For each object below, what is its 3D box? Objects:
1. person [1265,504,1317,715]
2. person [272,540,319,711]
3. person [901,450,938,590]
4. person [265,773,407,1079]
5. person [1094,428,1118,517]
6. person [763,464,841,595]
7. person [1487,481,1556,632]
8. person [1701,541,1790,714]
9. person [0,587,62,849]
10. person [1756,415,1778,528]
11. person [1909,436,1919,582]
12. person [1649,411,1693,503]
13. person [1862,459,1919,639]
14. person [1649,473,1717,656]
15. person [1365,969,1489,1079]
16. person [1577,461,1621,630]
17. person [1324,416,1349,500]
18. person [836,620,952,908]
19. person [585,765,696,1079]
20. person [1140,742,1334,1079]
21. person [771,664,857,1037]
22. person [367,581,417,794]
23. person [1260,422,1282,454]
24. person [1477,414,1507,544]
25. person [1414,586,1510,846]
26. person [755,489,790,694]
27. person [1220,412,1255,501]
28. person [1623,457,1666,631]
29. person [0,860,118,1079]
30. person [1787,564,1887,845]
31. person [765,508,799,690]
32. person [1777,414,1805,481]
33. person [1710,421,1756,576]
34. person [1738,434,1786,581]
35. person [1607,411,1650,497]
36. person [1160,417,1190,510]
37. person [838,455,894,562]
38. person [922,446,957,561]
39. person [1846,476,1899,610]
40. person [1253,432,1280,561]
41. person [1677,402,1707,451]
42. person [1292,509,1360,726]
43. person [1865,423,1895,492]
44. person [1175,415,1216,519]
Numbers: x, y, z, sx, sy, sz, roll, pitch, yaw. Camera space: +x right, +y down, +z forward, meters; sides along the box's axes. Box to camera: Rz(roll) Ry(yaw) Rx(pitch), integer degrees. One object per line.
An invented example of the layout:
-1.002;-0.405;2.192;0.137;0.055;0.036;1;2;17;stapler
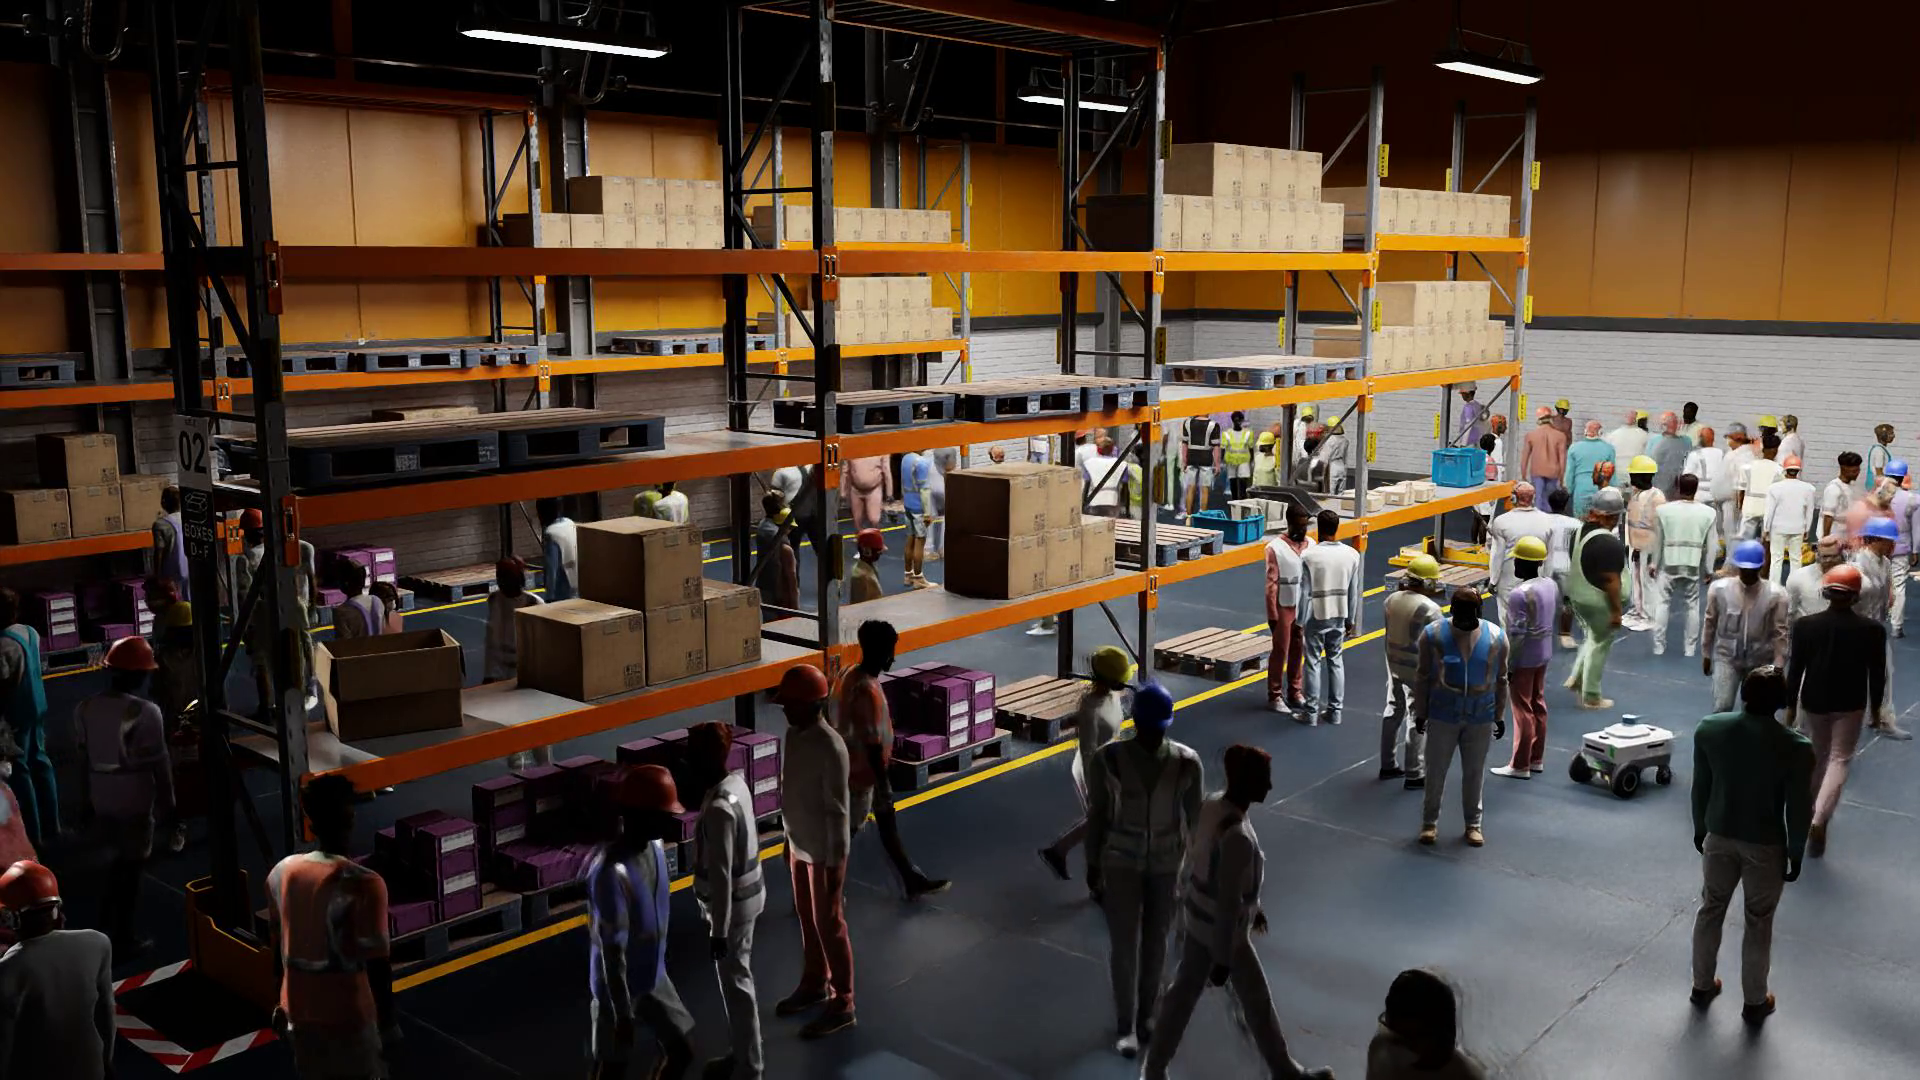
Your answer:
2.978;0.614;15.026;0.597;1.909;0.405;-7;12;-35;person
-6.082;0.625;15.104;0.516;1.860;0.323;2;10;9;person
-0.513;-0.403;20.667;0.357;2.047;0.614;-5;11;-25;person
-2.599;1.947;6.953;0.678;1.946;0.430;5;11;26;person
2.101;-0.879;24.862;0.522;1.600;0.813;1;10;7;person
-1.912;-0.309;20.132;0.867;2.000;0.712;-4;10;-20;person
5.536;0.369;16.473;0.642;1.913;0.409;-1;10;-5;person
6.106;0.950;12.961;0.613;1.914;0.726;4;10;25;person
-6.544;1.232;11.554;0.348;1.838;0.508;0;10;0;person
12.309;-1.048;25.459;0.320;1.737;0.486;8;12;40;person
12.350;-0.476;21.182;0.420;2.032;0.604;2;10;13;person
10.070;-0.854;23.690;0.885;1.940;0.654;-8;12;-38;person
10.047;0.096;17.988;0.614;1.946;0.389;6;11;31;person
7.443;0.262;17.134;0.616;1.911;0.459;2;10;10;person
1.439;2.247;5.238;0.476;1.912;0.641;-5;11;-26;person
7.073;0.065;18.370;0.354;1.883;0.573;7;12;36;person
5.665;-1.010;25.227;0.485;1.737;0.321;-5;11;-29;person
-0.564;1.405;10.340;0.982;1.893;0.662;-2;10;-9;person
-1.381;1.920;7.215;0.614;1.905;0.581;5;11;26;person
1.299;1.844;7.918;1.004;1.828;0.566;-2;10;-10;person
-0.790;1.619;8.801;0.409;1.984;0.613;-5;11;-30;person
-4.426;1.117;12.829;0.280;1.634;0.498;3;10;19;person
4.831;-1.003;25.501;0.527;1.619;0.360;8;12;39;person
7.683;-0.876;24.022;0.350;1.879;0.568;0;10;-1;person
3.489;1.222;11.593;0.633;1.839;0.429;2;10;10;person
-1.745;0.483;15.708;0.372;1.940;0.627;-2;10;-11;person
4.445;-1.231;26.754;0.554;1.649;0.859;2;10;12;person
7.531;0.042;18.374;0.368;1.927;0.587;-1;10;-8;person
-3.594;2.109;6.547;0.342;1.749;0.571;5;11;26;person
6.154;1.143;11.735;0.604;1.962;0.976;9;13;42;person
-1.675;0.575;15.686;0.329;1.763;0.523;-7;12;-36;person
11.673;-0.808;23.446;0.366;1.931;0.632;9;13;42;person
10.054;-0.564;21.652;0.535;2.000;0.726;2;10;10;person
9.922;-0.334;20.546;0.620;1.951;0.403;8;12;38;person
9.921;-0.976;24.697;0.916;1.863;0.438;8;13;40;person
3.526;-1.416;27.253;0.533;1.868;0.310;-3;10;-17;person
-1.284;-0.635;22.581;0.719;1.870;0.680;1;10;7;person
-0.257;-0.736;22.681;0.706;2.000;0.685;7;12;36;person
9.410;0.265;17.198;0.674;1.874;0.448;-6;11;-30;person
4.182;-0.598;22.683;0.329;1.765;0.526;-7;12;-34;person
11.322;-1.186;25.774;0.396;1.910;0.587;-3;10;-17;person
3.217;0.686;14.609;0.598;1.906;0.409;-4;10;-21;person
12.699;-0.688;22.974;0.345;1.846;0.508;4;10;23;person
3.730;-1.227;26.128;0.684;1.903;0.402;4;10;20;person
